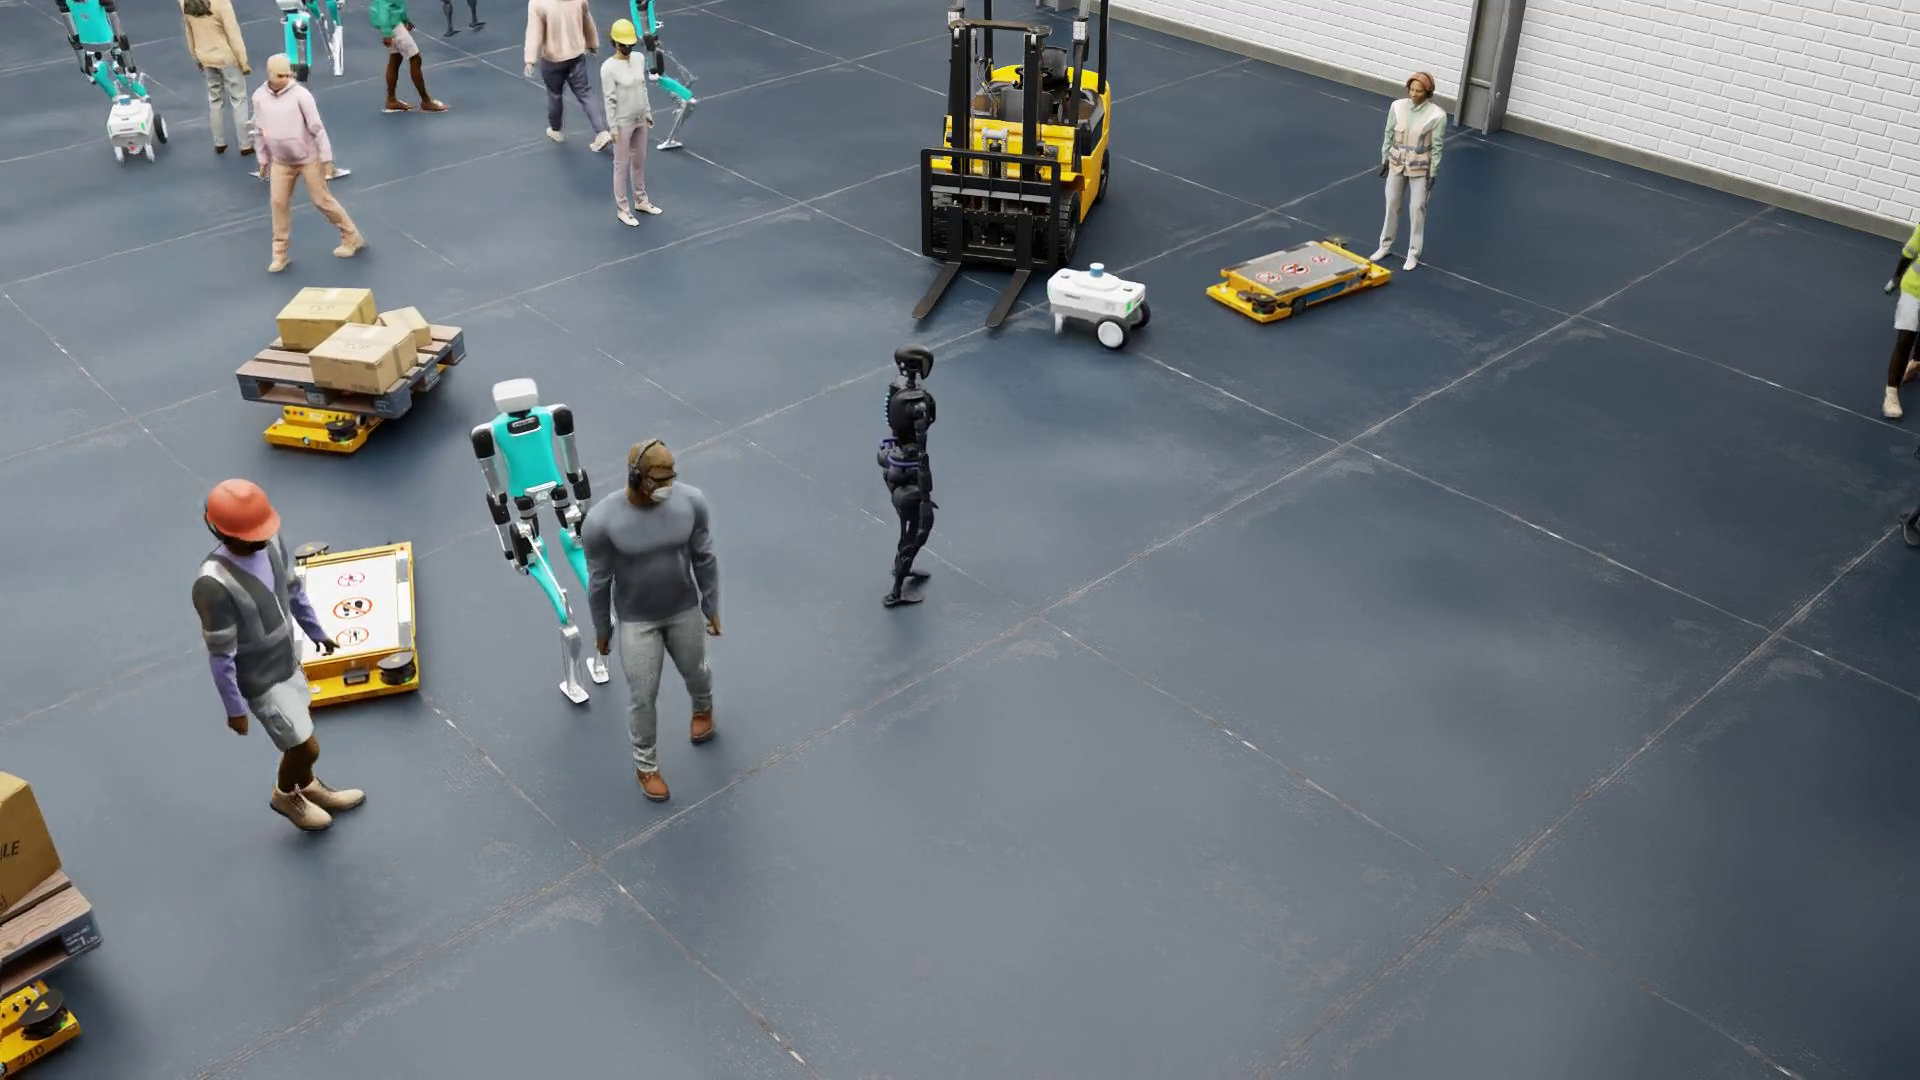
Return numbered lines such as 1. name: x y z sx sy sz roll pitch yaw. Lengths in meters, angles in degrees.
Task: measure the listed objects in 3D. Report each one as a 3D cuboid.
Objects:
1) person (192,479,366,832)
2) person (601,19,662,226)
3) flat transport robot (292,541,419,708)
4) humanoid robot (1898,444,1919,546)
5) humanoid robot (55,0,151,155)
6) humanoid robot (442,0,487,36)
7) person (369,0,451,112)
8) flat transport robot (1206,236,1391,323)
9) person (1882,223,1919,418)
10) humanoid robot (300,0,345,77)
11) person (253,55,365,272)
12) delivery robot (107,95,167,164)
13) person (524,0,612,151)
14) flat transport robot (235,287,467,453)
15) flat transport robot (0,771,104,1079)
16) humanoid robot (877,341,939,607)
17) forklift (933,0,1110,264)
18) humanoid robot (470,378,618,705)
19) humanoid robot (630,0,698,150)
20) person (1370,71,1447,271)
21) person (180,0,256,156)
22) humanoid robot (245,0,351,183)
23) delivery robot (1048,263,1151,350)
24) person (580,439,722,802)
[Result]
1. person: -3.153 0.572 7.690 0.429 2.020 0.708 1 33 2
2. person: -2.834 -3.609 14.350 0.326 1.764 0.527 19 37 26
3. flat transport robot: -3.460 0.432 9.508 0.659 0.231 1.431 -9 34 -14
4. humanoid robot: 6.042 -0.702 9.968 0.601 1.645 0.369 -4 33 -6
5. humanoid robot: -8.023 -4.494 15.815 0.543 1.866 0.696 0 33 0
6. humanoid robot: -5.887 -6.716 19.213 0.591 1.643 0.559 8 34 13
7. person: -5.590 -5.196 16.737 0.725 1.819 0.568 -6 34 -10
8. flat transport robot: 2.743 -2.107 13.412 1.431 0.231 0.659 -21 38 -29
9. person: 6.745 -1.710 11.540 0.565 1.637 0.852 18 37 25
10. humanoid robot: -6.925 -5.957 18.024 0.554 1.821 0.892 -8 34 -12
11. person: -5.422 -3.092 13.572 0.613 1.752 0.638 4 33 7
12. delivery robot: -7.980 -3.988 16.032 0.499 0.586 0.765 -10 34 -15
13. person: -3.775 -4.642 15.893 0.860 1.816 0.932 -24 40 -32
14. flat transport robot: -4.263 -1.068 11.814 0.659 0.231 1.431 7 34 11
15. flat transport robot: -4.491 1.908 7.241 1.431 0.231 0.659 26 41 34
16. humanoid robot: -0.291 -0.369 9.449 0.374 1.645 0.613 -10 34 -15
17. forklift: 0.570 -3.725 14.138 1.214 2.155 2.313 9 34 13
18. humanoid robot: -2.100 0.079 8.690 0.562 1.735 0.854 -16 36 -23
19. humanoid robot: -2.759 -4.533 15.841 0.674 1.855 0.535 -8 34 -12
20. person: 3.664 -3.012 13.555 0.516 1.633 0.316 25 40 33
21. person: -7.036 -4.554 15.727 0.636 1.864 0.392 10 34 15
22. humanoid robot: -6.209 -4.001 15.024 1.043 1.767 0.530 -15 36 -22
23. delivery robot: 1.066 -1.799 12.694 0.785 0.614 0.510 16 36 22
24. person: -1.494 0.348 8.155 0.655 1.904 0.630 -15 36 -21
